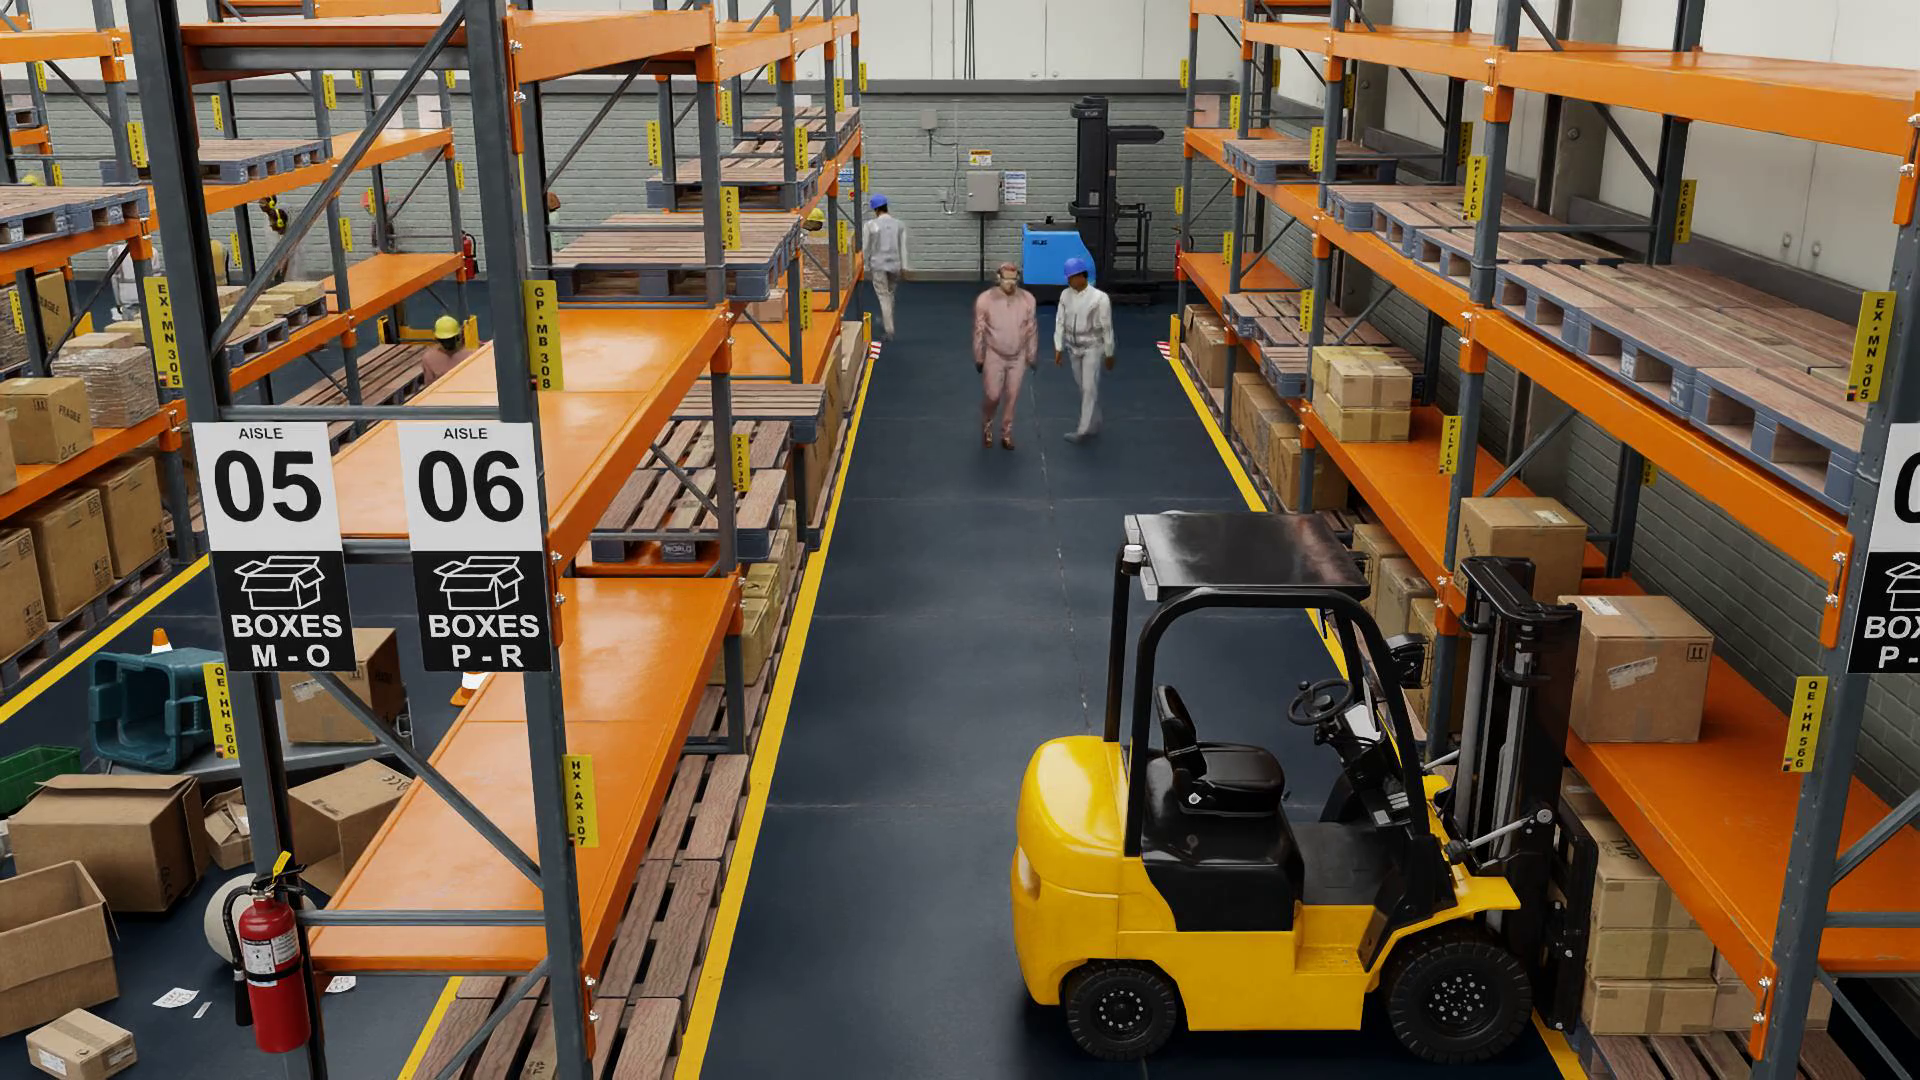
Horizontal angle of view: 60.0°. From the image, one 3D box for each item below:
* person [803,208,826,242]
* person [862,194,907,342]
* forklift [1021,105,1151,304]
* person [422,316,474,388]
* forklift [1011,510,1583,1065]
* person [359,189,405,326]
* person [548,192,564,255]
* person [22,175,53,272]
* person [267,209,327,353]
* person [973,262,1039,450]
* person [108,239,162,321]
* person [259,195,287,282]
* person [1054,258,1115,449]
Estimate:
[{"bbox_3d":[-1.899,-3.476,21.806,0.317,1.733,0.491,-1,18,-3],"label":"person"},{"bbox_3d":[-1.035,-3.606,21.953,0.598,1.876,0.960,-10,21,-29],"label":"person"},{"bbox_3d":[1.857,-4.944,24.441,1.873,2.768,1.129,0,18,0],"label":"forklift"},{"bbox_3d":[-4.403,-1.085,14.557,0.525,1.735,0.771,-4,19,-12],"label":"person"},{"bbox_3d":[1.387,1.055,7.378,2.313,2.155,1.214,0,18,0],"label":"forklift"},{"bbox_3d":[-7.466,-3.540,21.546,0.517,2.020,0.613,-11,21,-30],"label":"person"},{"bbox_3d":[-5.930,-4.246,24.280,0.282,1.636,0.500,-6,19,-16],"label":"person"},{"bbox_3d":[-13.530,-4.459,24.563,0.374,1.876,0.785,-1,18,-2],"label":"person"},{"bbox_3d":[-8.514,-3.226,20.892,0.929,1.823,0.545,-9,20,-25],"label":"person"},{"bbox_3d":[0.466,-1.815,16.537,0.638,1.889,0.451,-4,19,-13],"label":"person"},{"bbox_3d":[-9.683,-2.859,19.631,0.544,1.929,0.389,-7,20,-21],"label":"person"},{"bbox_3d":[-9.260,-3.802,22.600,0.330,1.860,0.505,-15,23,-38],"label":"person"},{"bbox_3d":[1.227,-1.904,16.831,0.621,1.869,0.947,15,23,38],"label":"person"}]
